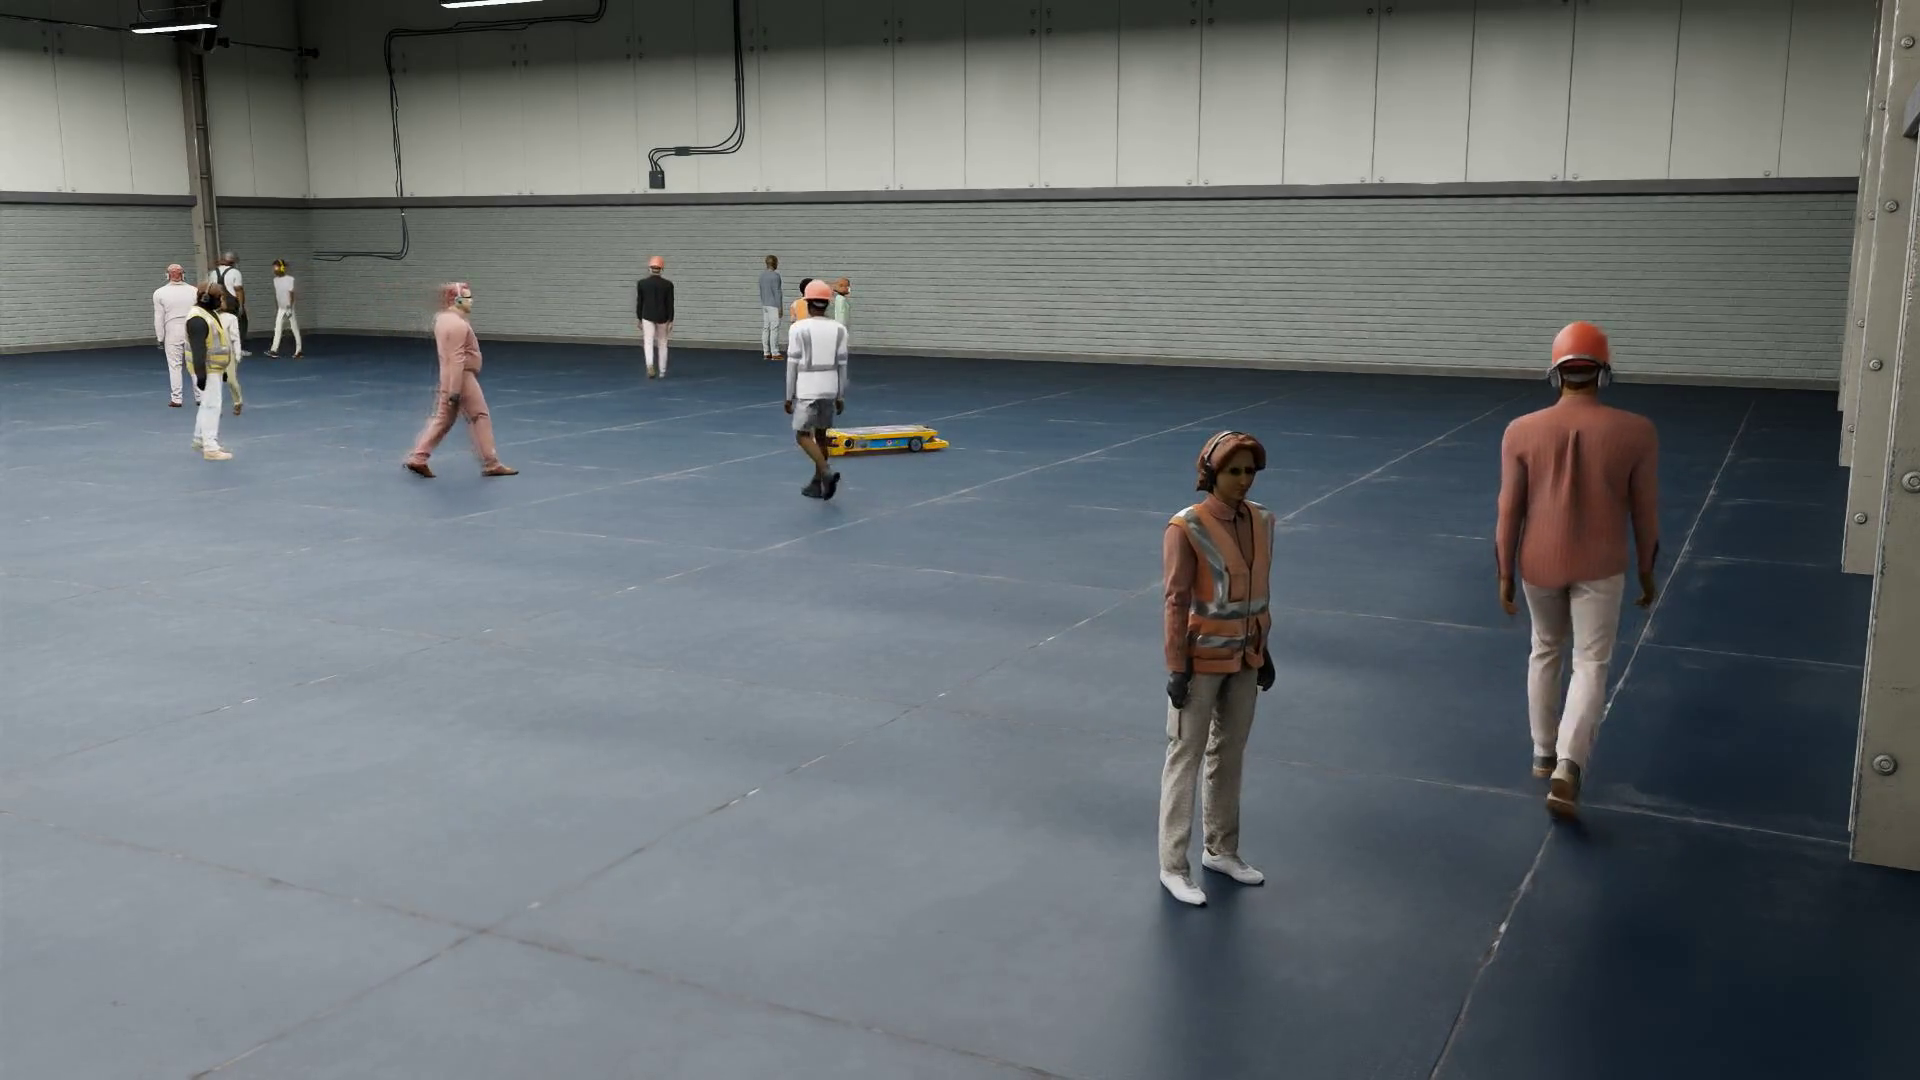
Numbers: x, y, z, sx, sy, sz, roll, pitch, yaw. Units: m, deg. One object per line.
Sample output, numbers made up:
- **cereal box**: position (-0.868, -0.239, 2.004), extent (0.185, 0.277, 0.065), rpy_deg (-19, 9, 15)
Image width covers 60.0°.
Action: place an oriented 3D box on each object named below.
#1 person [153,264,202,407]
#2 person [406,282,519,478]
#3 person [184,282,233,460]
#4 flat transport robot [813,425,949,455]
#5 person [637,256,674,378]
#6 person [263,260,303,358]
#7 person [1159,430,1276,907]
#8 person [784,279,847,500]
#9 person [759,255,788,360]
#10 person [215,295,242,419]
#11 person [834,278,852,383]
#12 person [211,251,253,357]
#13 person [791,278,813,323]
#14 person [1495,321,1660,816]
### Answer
- **person**: position (-10.468, -2.738, 22.341), extent (0.639, 1.908, 0.409), rpy_deg (-8, 13, -37)
- **person**: position (-4.784, -1.505, 15.747), extent (0.977, 1.864, 0.641), rpy_deg (-6, 12, -31)
- **person**: position (-7.795, -1.742, 17.169), extent (0.537, 1.821, 0.808), rpy_deg (-2, 11, -13)
- **flat transport robot**: position (-0.895, -1.078, 17.749), extent (1.431, 0.197, 0.652), rpy_deg (-5, 12, -26)
- **person**: position (-4.894, -3.569, 26.713), extent (0.604, 1.971, 0.888), rpy_deg (-1, 10, -6)
- **person**: position (-12.649, -4.300, 31.084), extent (0.550, 1.818, 0.943), rpy_deg (4, 11, 18)
- **person**: position (0.898, 0.434, 5.780), extent (0.521, 1.636, 0.311), rpy_deg (-8, 13, -39)
- **person**: position (-1.209, -1.277, 14.334), extent (0.556, 1.920, 0.735), rpy_deg (-7, 12, -33)
- **person**: position (-3.455, -4.275, 30.634), extent (0.372, 1.940, 0.632), rpy_deg (-8, 13, -37)
- **person**: position (-9.297, -2.331, 20.955), extent (0.507, 1.605, 0.795), rpy_deg (-1, 10, -7)
- **person**: position (-1.832, -3.263, 25.946), extent (0.264, 1.632, 0.508), rpy_deg (-1, 10, -7)
- **person**: position (-13.706, -4.449, 31.305), extent (0.720, 2.000, 0.776), rpy_deg (3, 11, 16)
- **person**: position (-2.131, -2.821, 23.364), extent (0.531, 1.698, 0.320), rpy_deg (7, 12, 32)
- **person**: position (2.476, 0.102, 6.728), extent (0.615, 1.961, 0.937), rpy_deg (6, 12, 28)
